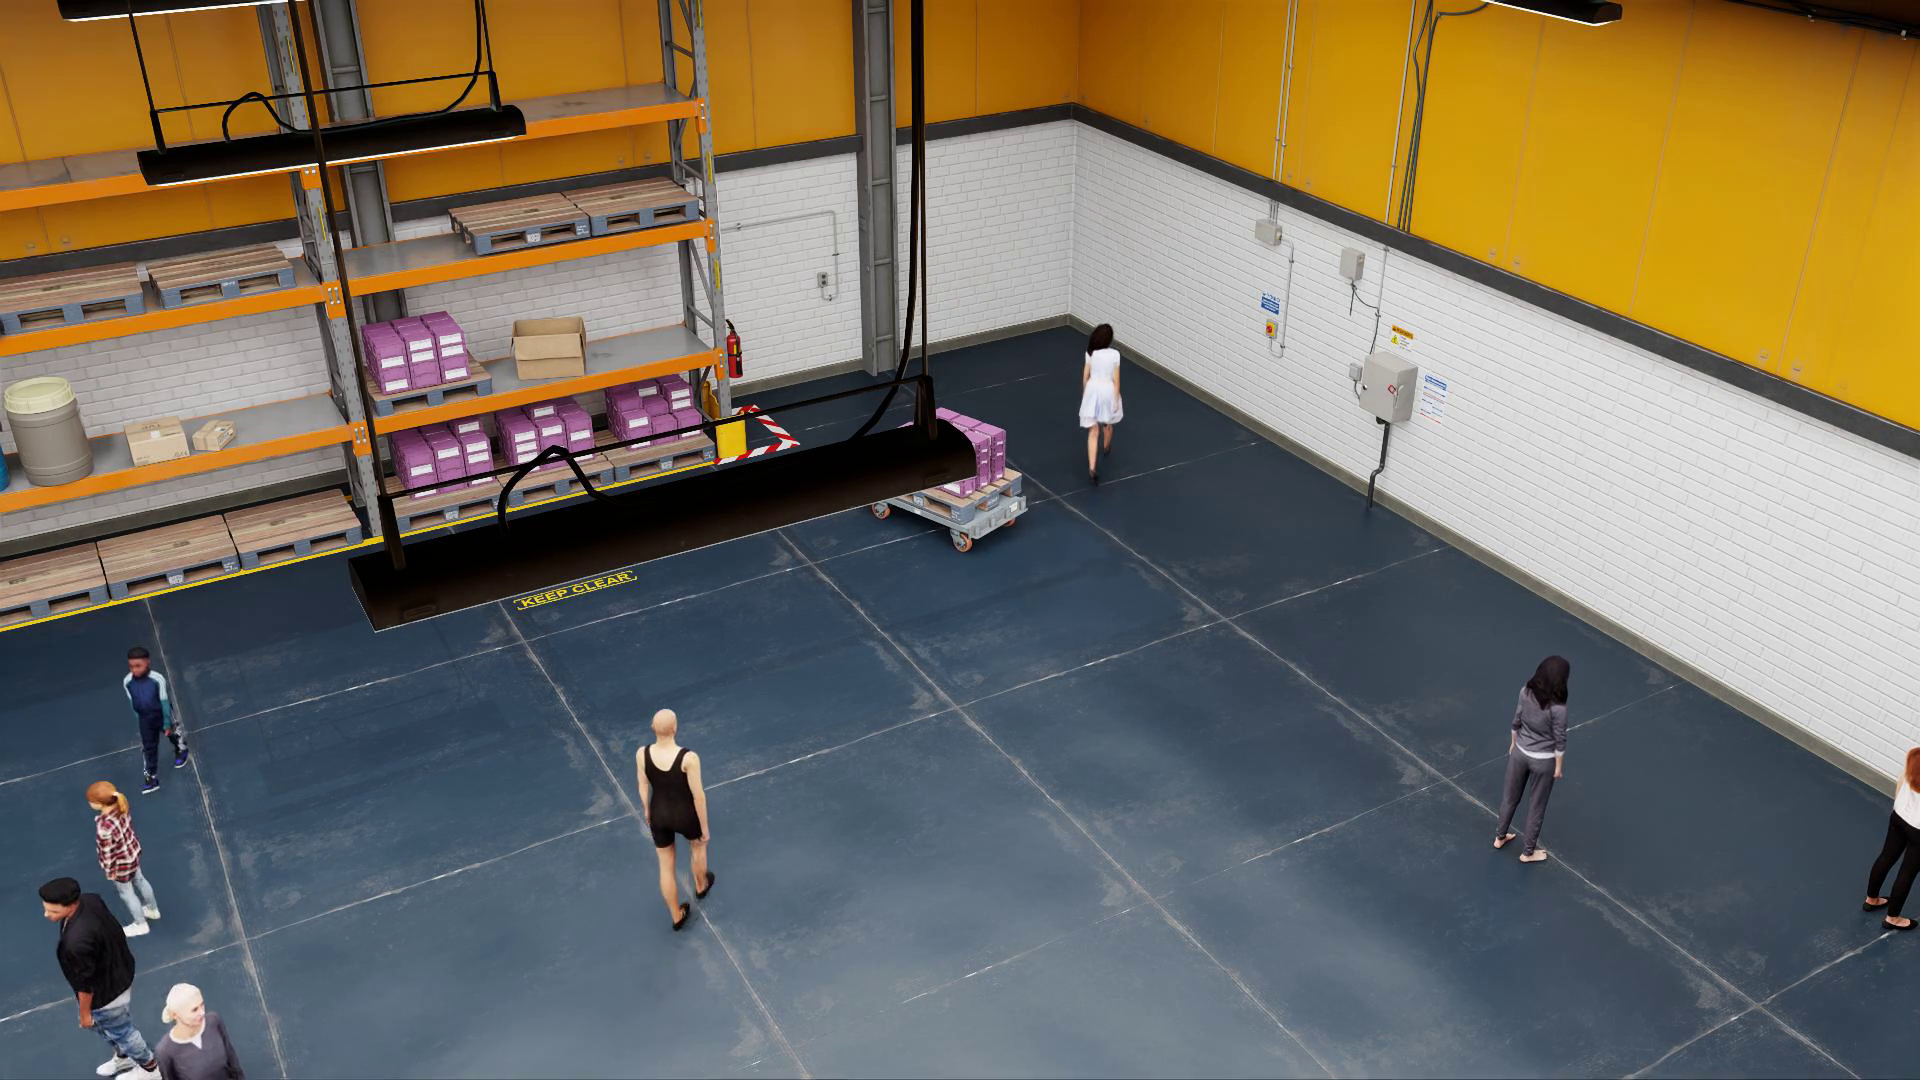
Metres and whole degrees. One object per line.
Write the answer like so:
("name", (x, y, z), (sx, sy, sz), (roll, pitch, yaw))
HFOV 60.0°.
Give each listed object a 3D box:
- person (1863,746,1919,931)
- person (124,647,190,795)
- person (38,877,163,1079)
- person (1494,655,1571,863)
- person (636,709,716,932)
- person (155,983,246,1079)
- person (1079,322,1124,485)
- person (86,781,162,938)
("person", (6.858, 2.040, 11.954), (0.594, 1.722, 0.631), (-6, 29, -11))
("person", (-6.569, 1.402, 13.649), (0.916, 1.219, 0.820), (-2, 29, -4))
("person", (-5.326, 2.790, 10.526), (0.776, 1.773, 0.802), (-6, 29, -12))
("person", (4.360, 1.647, 12.630), (0.545, 1.764, 0.619), (-20, 35, -33))
("person", (-2.068, 2.041, 11.869), (0.937, 1.801, 0.985), (4, 29, 7))
("person", (-4.460, 3.250, 9.768), (0.980, 1.691, 1.101), (19, 34, 30))
("person", (1.531, -1.470, 18.344), (1.143, 1.764, 1.183), (7, 29, 12))
("person", (-6.019, 2.267, 11.972), (0.650, 1.307, 0.623), (1, 29, 2))
